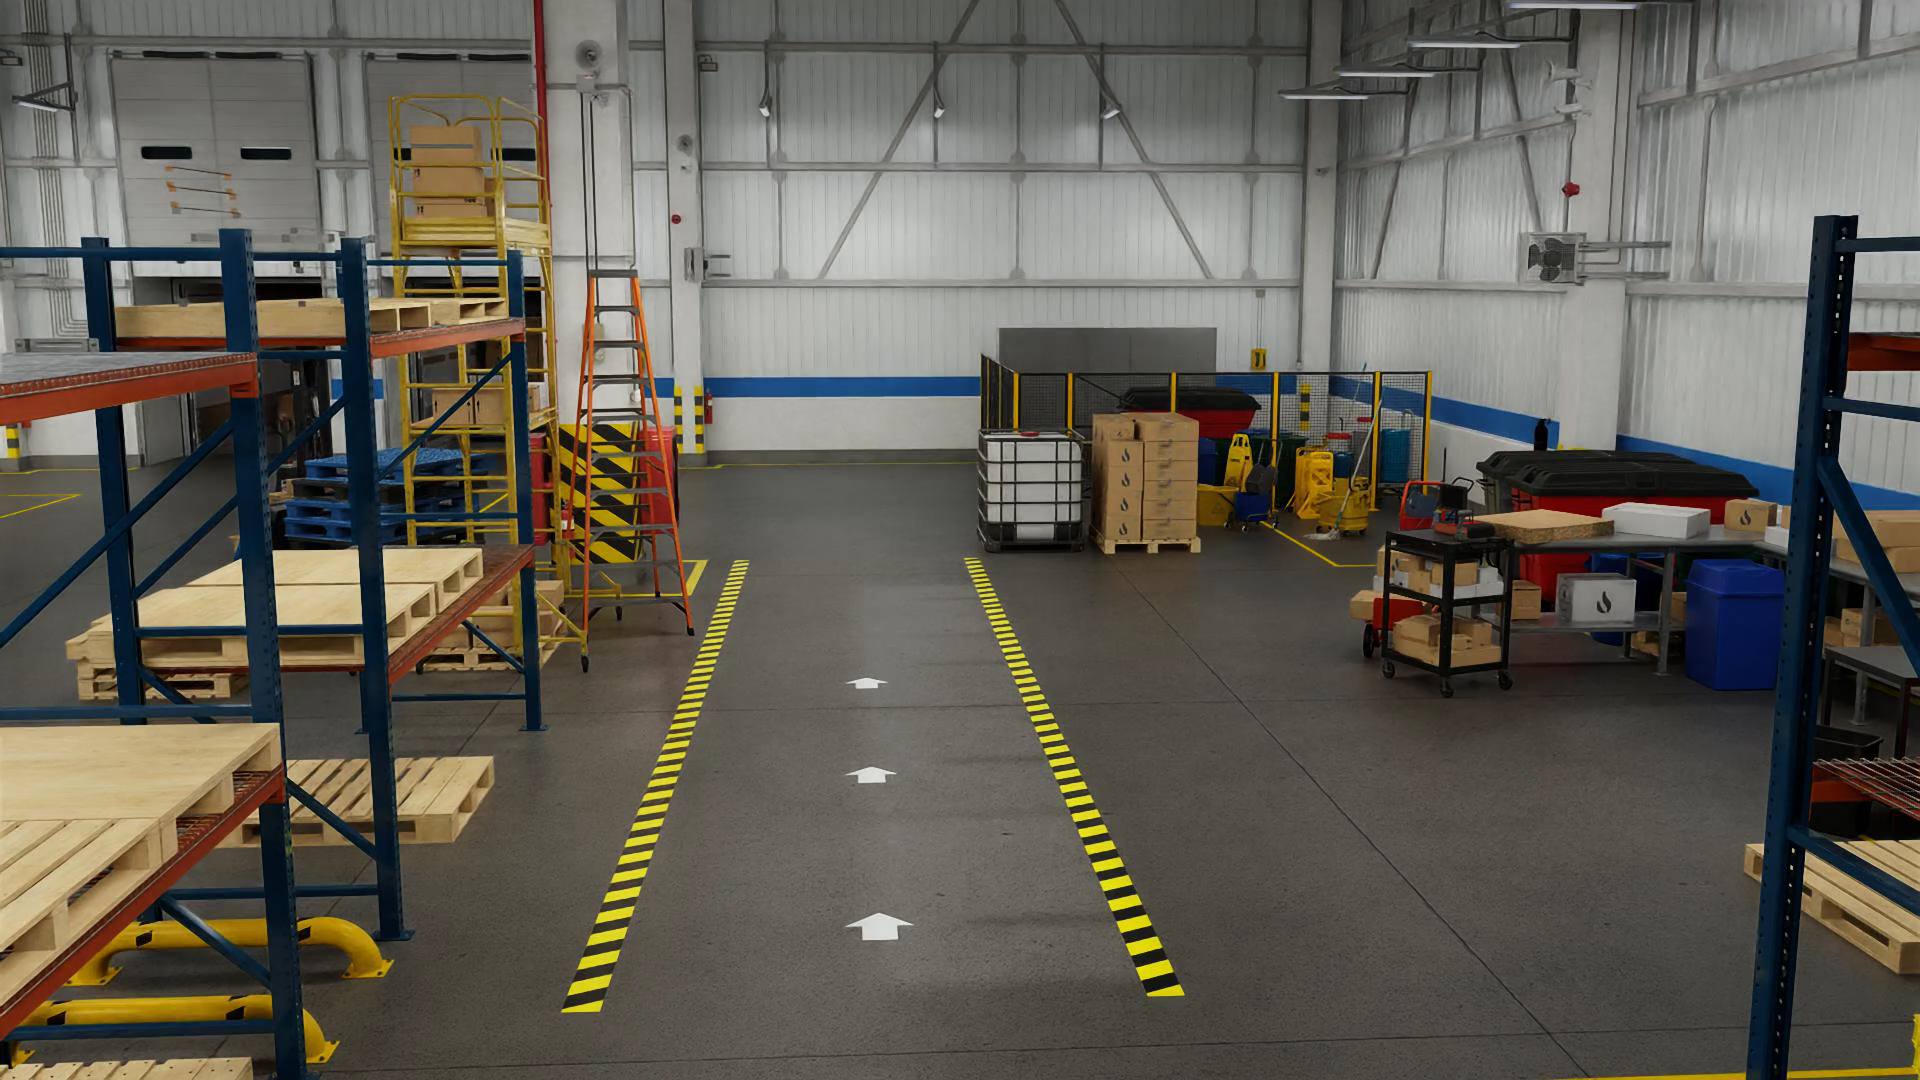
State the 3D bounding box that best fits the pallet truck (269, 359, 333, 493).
[{"bbox_3d":[-7.062,-1.131,18.996,1.885,1.965,0.823,2,9,13],"label":"pallet truck"}]
